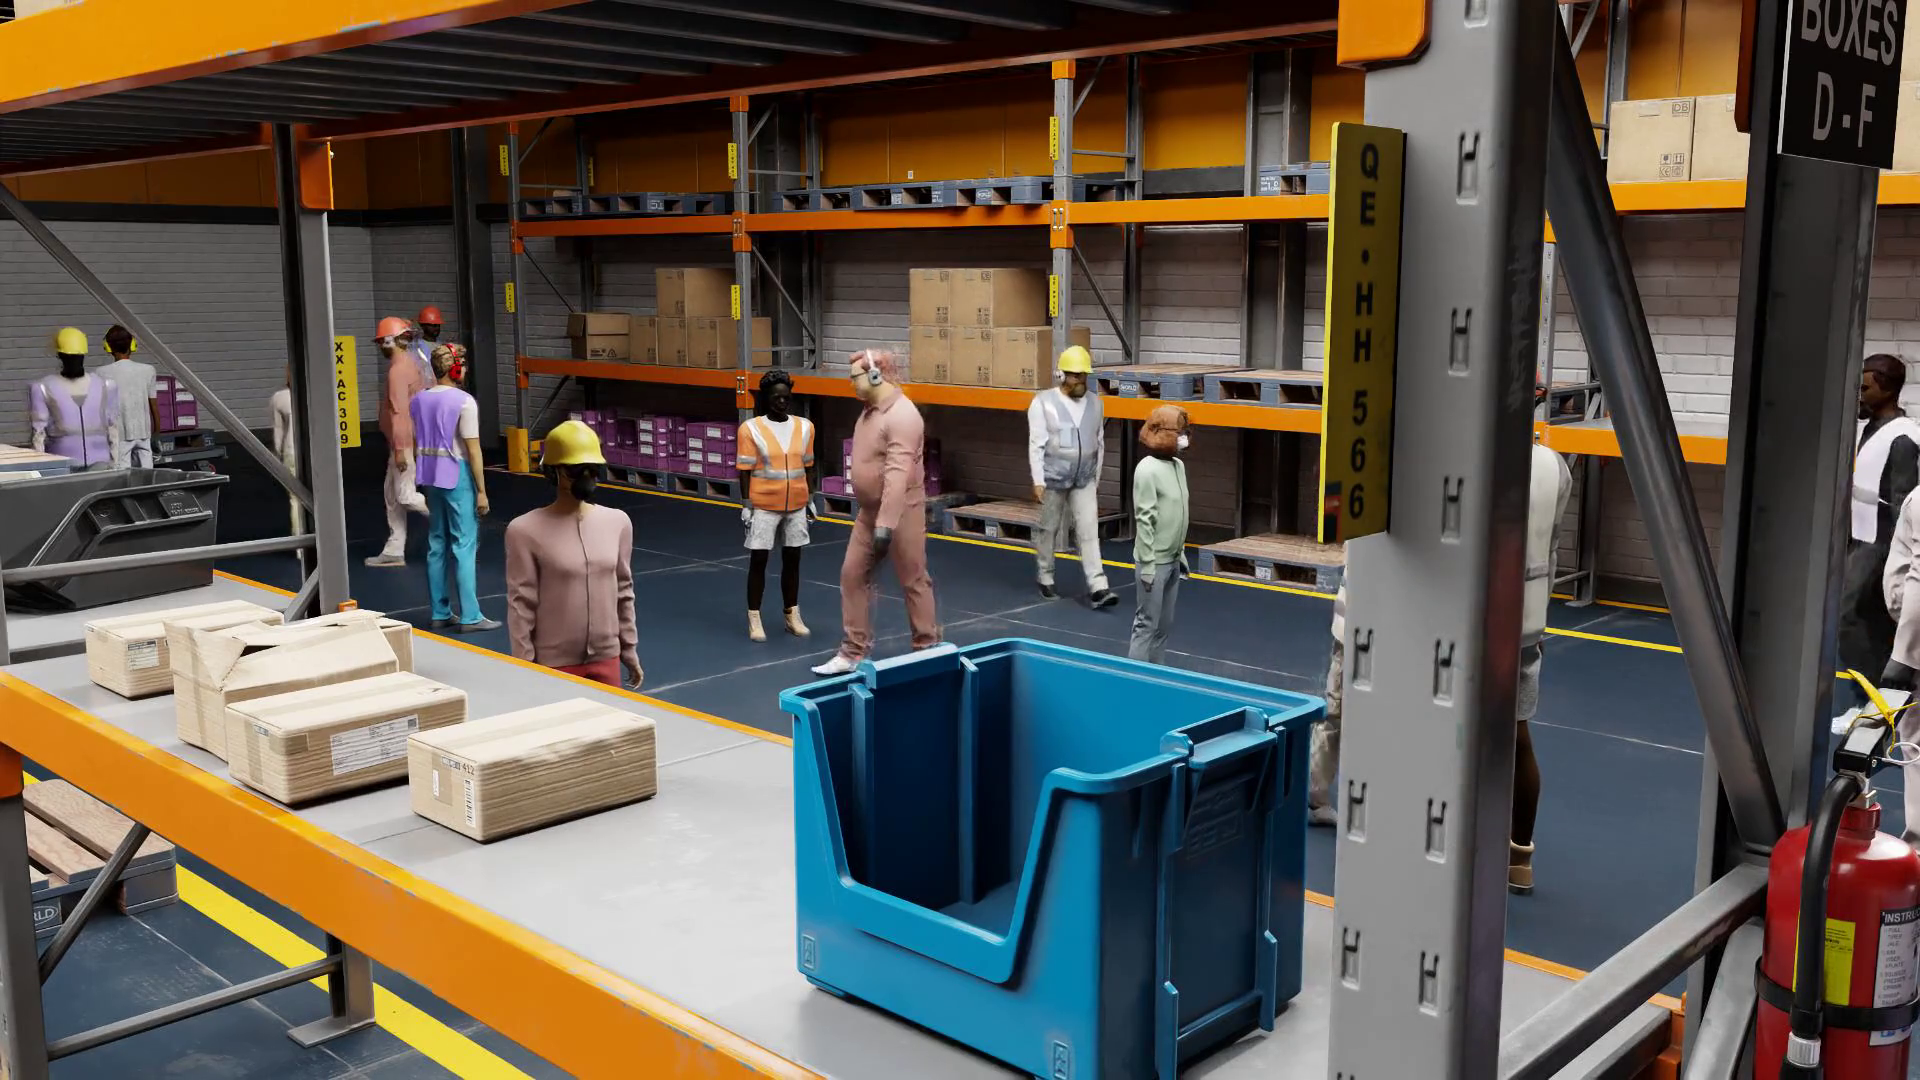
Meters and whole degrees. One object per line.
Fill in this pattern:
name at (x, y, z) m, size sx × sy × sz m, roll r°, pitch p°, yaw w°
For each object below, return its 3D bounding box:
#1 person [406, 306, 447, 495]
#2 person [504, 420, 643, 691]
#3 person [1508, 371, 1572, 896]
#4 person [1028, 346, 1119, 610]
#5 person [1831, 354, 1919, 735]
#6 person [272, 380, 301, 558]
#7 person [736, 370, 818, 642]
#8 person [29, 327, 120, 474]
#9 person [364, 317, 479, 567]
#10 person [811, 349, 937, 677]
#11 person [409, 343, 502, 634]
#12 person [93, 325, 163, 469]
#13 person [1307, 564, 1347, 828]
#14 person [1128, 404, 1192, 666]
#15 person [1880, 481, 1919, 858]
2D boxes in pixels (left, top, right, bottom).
person at (-5.405, -1.425, 17.063) m, size 0.369 × 1.939 × 0.542 m, roll 6°, pitch 11°, yaw 31°
person at (-1.410, 0.443, 6.129) m, size 0.523 × 1.772 × 0.307 m, roll -9°, pitch 13°, yaw -43°
person at (1.918, 0.322, 6.029) m, size 0.615 × 2.041 × 0.376 m, roll -8°, pitch 12°, yaw -40°
person at (0.758, -0.418, 11.333) m, size 0.608 × 1.781 × 0.913 m, roll -3°, pitch 10°, yaw -20°
person at (4.517, 0.030, 8.278) m, size 0.521 × 1.900 × 0.590 m, roll 3°, pitch 10°, yaw 20°
person at (-5.274, -0.669, 13.422) m, size 0.511 × 1.616 × 0.519 m, roll -2°, pitch 9°, yaw -9°
person at (-1.134, -0.214, 10.374) m, size 0.538 × 1.695 × 0.319 m, roll -5°, pitch 11°, yaw -29°
person at (-6.455, -0.606, 12.156) m, size 0.599 × 1.903 × 0.795 m, roll -8°, pitch 12°, yaw -40°
person at (-4.213, -0.750, 12.893) m, size 0.820 × 1.953 × 0.620 m, roll -1°, pitch 9°, yaw -8°
person at (-0.489, -0.124, 9.311) m, size 0.845 × 1.858 × 0.660 m, roll -5°, pitch 11°, yaw -30°
person at (-3.245, -0.322, 10.577) m, size 0.563 × 1.847 × 0.388 m, roll 5°, pitch 11°, yaw 30°
person at (-6.710, -0.794, 13.423) m, size 0.327 × 1.865 × 0.514 m, roll 7°, pitch 12°, yaw 38°
person at (1.779, 0.415, 6.792) m, size 0.809 × 1.591 × 0.529 m, roll 0°, pitch 9°, yaw -1°
person at (1.038, 0.120, 8.515) m, size 0.279 × 1.634 × 0.499 m, roll 5°, pitch 11°, yaw 29°
person at (3.617, 0.372, 6.138) m, size 0.643 × 1.911 × 0.411 m, roll -7°, pitch 11°, yaw -35°
